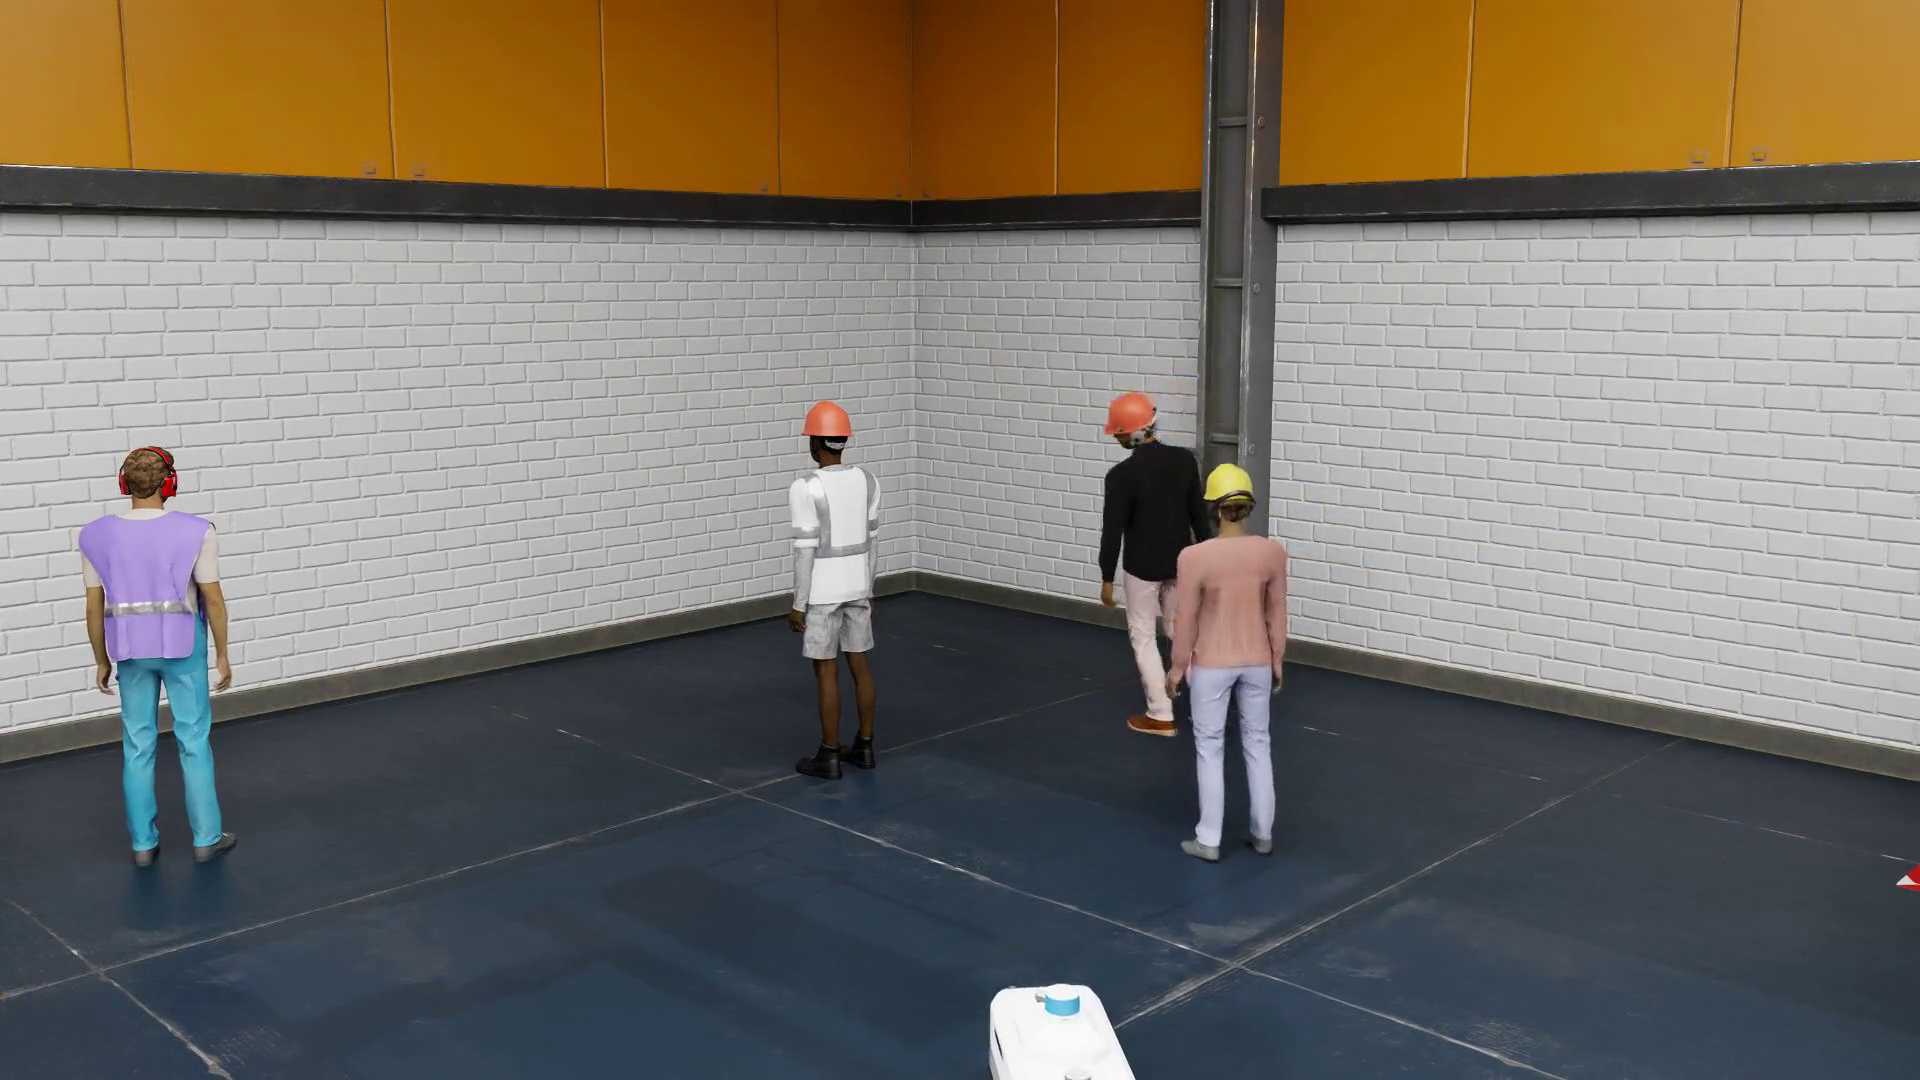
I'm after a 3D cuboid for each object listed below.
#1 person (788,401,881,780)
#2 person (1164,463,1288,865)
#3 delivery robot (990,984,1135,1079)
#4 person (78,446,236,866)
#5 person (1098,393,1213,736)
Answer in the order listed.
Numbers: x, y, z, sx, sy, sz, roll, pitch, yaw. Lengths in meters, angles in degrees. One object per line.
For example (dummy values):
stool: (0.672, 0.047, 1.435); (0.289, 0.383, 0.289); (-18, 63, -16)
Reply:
person: (-0.662, 0.259, 8.539); (0.547, 1.938, 0.377); (-9, 13, -42)
person: (1.179, 0.544, 7.325); (0.535, 1.766, 0.330); (-3, 10, -16)
delivery robot: (0.291, 1.518, 4.764); (0.477, 0.478, 0.707); (-1, 9, -6)
person: (-3.490, 0.513, 7.259); (0.569, 1.845, 0.384); (-2, 9, -11)
person: (1.097, 0.150, 9.226); (0.713, 1.934, 0.421); (-5, 11, -29)
